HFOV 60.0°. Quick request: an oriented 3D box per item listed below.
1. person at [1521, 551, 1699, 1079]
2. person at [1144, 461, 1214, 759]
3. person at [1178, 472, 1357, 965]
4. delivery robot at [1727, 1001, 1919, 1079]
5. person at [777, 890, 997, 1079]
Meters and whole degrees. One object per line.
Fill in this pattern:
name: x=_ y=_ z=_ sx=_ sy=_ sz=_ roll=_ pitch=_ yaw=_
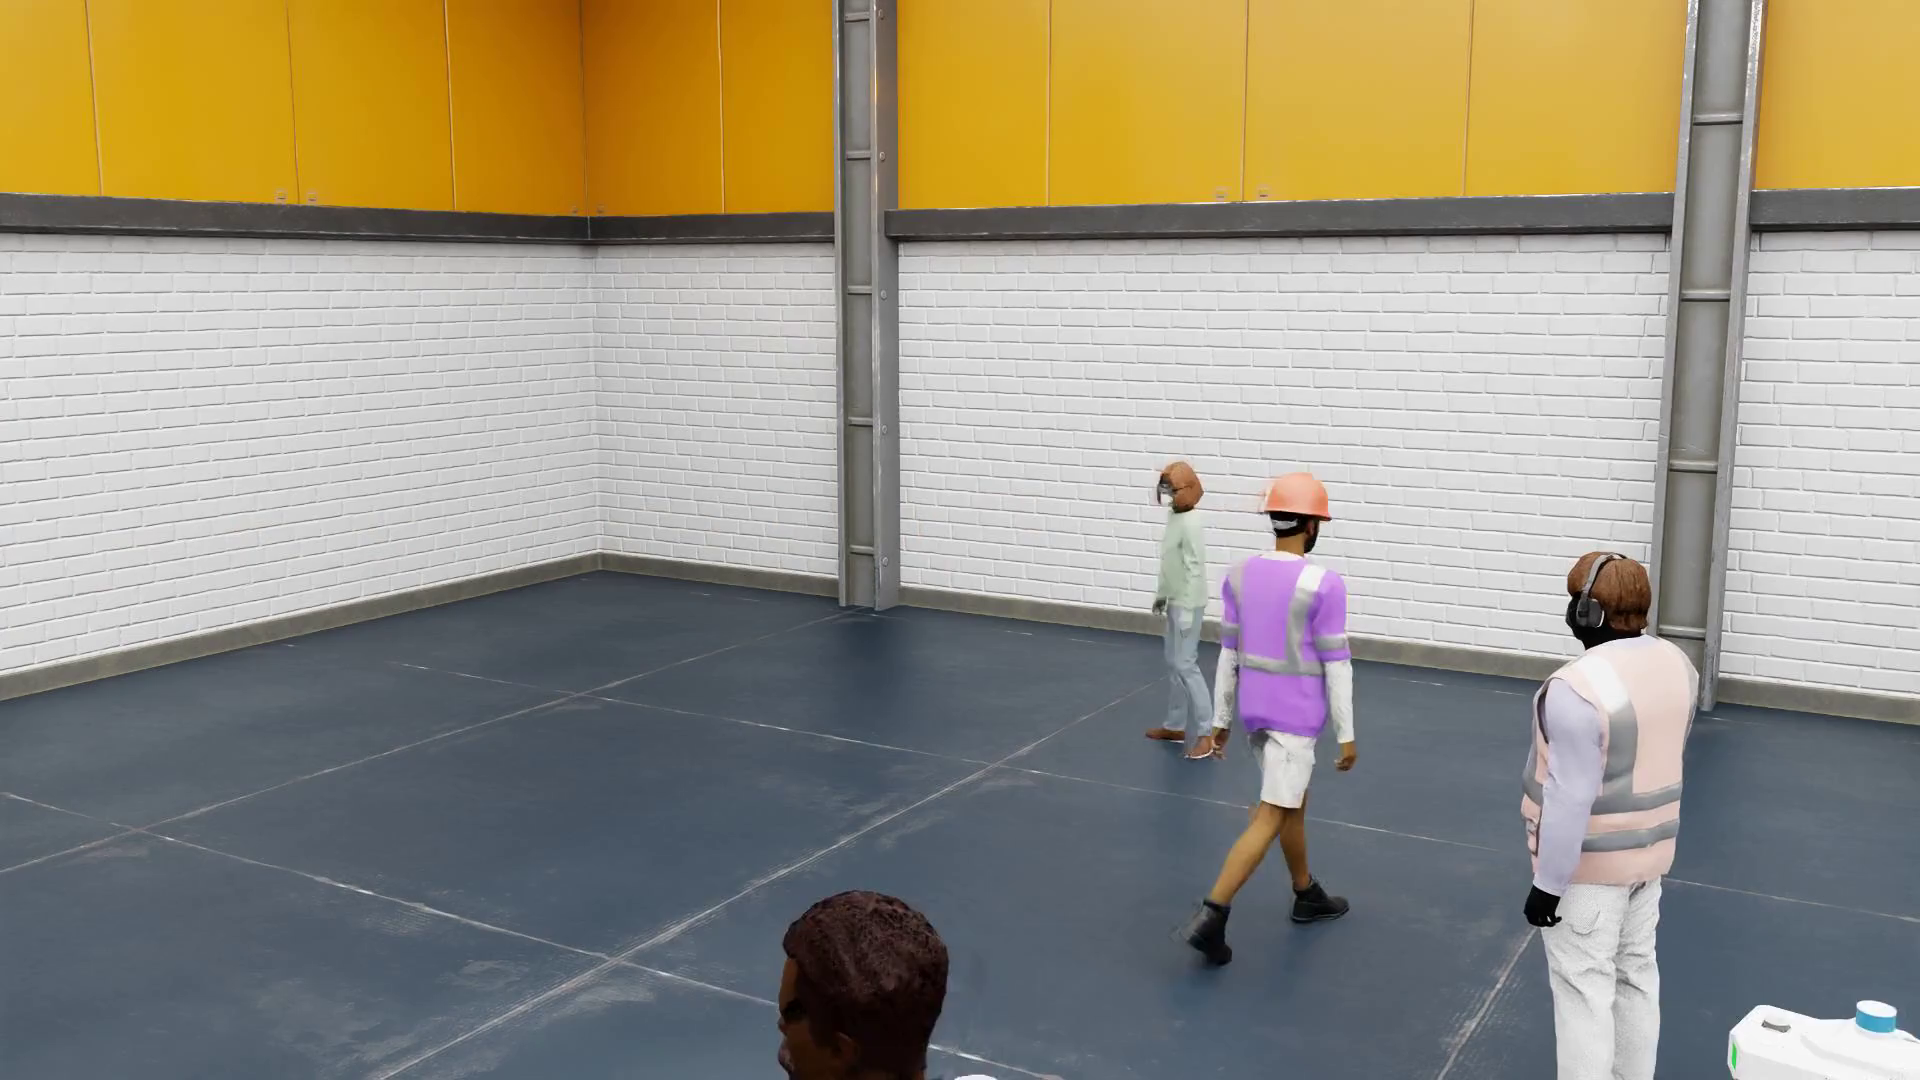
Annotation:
person: x=1.885 y=0.946 z=4.937 sx=0.629 sy=1.842 sz=0.429 roll=-7 pitch=11 yaw=-37
person: x=1.245 y=0.373 z=9.204 sx=0.372 sy=1.625 sz=0.685 roll=0 pitch=9 yaw=-2
person: x=1.204 y=0.686 z=6.465 sx=0.995 sy=1.893 sz=0.566 roll=-7 pitch=11 yaw=-35
delivery robot: x=2.609 y=1.568 z=4.767 sx=0.707 sy=0.478 sz=0.477 roll=8 pitch=12 yaw=42
person: x=-0.125 y=1.370 z=2.212 sx=0.996 sy=1.862 sz=0.613 roll=4 pitch=10 yaw=24
